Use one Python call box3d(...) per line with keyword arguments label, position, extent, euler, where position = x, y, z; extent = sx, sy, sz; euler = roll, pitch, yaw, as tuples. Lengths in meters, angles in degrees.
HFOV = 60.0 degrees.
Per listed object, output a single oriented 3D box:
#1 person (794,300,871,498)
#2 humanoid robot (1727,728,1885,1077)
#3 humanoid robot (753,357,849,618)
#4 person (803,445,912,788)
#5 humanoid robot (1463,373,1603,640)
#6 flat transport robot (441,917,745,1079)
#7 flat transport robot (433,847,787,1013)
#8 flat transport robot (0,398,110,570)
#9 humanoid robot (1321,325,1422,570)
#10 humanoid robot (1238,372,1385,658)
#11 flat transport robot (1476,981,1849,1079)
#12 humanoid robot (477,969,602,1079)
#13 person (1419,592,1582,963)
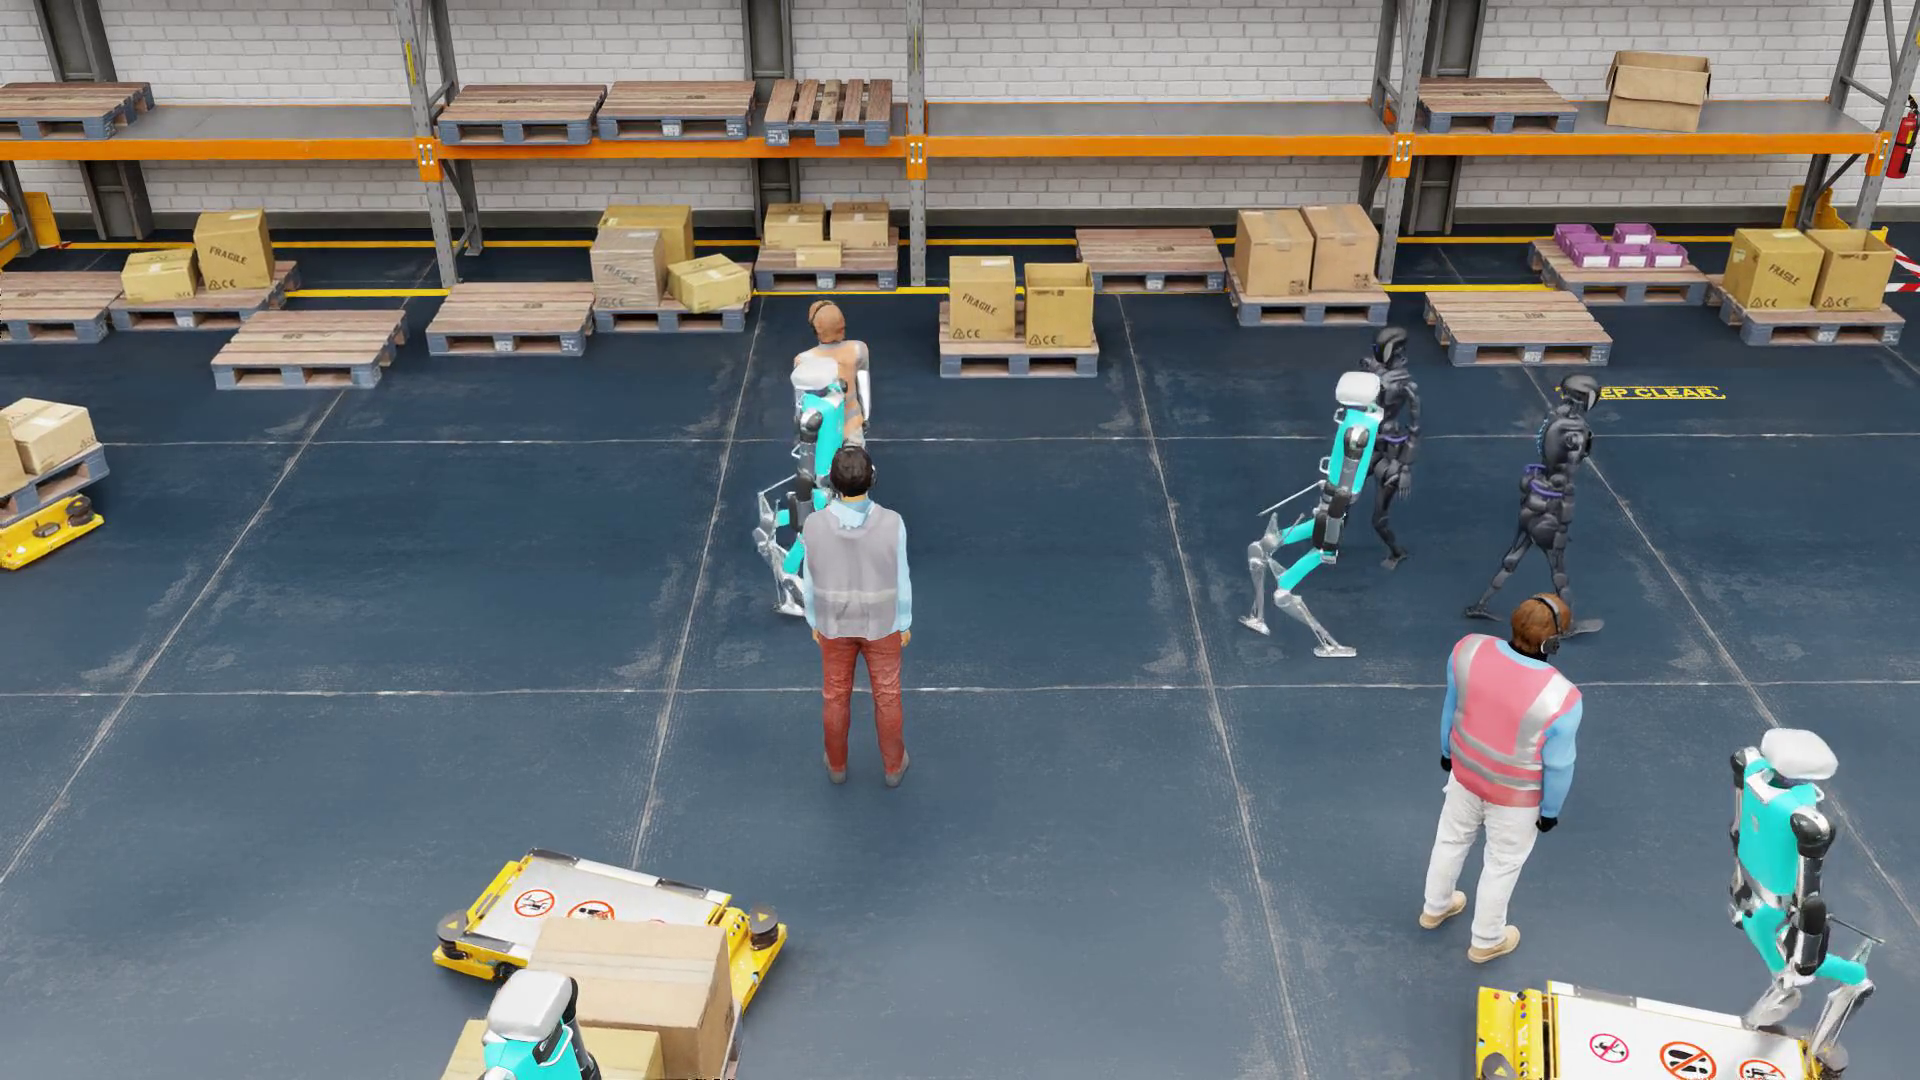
box3d(label="person", position=(-0.774, -0.688, 10.225), extent=(0.522, 1.636, 0.309), euler=(-17, 35, -26))
box3d(label="humanoid robot", position=(3.379, 1.501, 6.514), extent=(0.914, 1.779, 0.558), euler=(-1, 31, -1))
box3d(label="humanoid robot", position=(-0.922, -0.215, 9.332), extent=(0.934, 1.758, 0.547), euler=(9, 32, 14))
box3d(label="person", position=(-0.503, 0.412, 8.174), extent=(0.532, 1.872, 0.414), euler=(2, 31, 3))
box3d(label="humanoid robot", position=(3.365, -0.208, 9.428), extent=(0.747, 1.630, 0.589), euler=(2, 31, 4))
box3d(label="flat transport robot", position=(-1.433, 2.415, 6.390), extent=(1.431, 0.231, 0.659), euler=(2, 31, 4))
box3d(label="flat transport robot", position=(-1.565, 1.783, 7.443), extent=(1.431, 0.231, 0.659), euler=(10, 32, 16))
box3d(label="flat transport robot", position=(-6.301, -0.191, 10.729), extent=(1.431, 0.231, 0.659), euler=(15, 34, 23))
box3d(label="humanoid robot", position=(2.511, -0.527, 9.967), extent=(0.551, 1.639, 0.616), euler=(-18, 35, -27))
box3d(label="humanoid robot", position=(1.844, -0.139, 9.242), extent=(0.893, 1.775, 0.535), euler=(9, 32, 15))
box3d(label="flat transport robot", position=(2.851, 2.188, 6.768), extent=(1.431, 0.231, 0.659), euler=(8, 32, 13))
box3d(label="humanoid robot", position=(-1.093, 2.086, 5.387), extent=(0.735, 1.672, 0.533), euler=(7, 32, 11))
box3d(label="person", position=(2.345, 1.021, 7.200), extent=(0.431, 1.836, 0.628), euler=(-23, 38, -33))
